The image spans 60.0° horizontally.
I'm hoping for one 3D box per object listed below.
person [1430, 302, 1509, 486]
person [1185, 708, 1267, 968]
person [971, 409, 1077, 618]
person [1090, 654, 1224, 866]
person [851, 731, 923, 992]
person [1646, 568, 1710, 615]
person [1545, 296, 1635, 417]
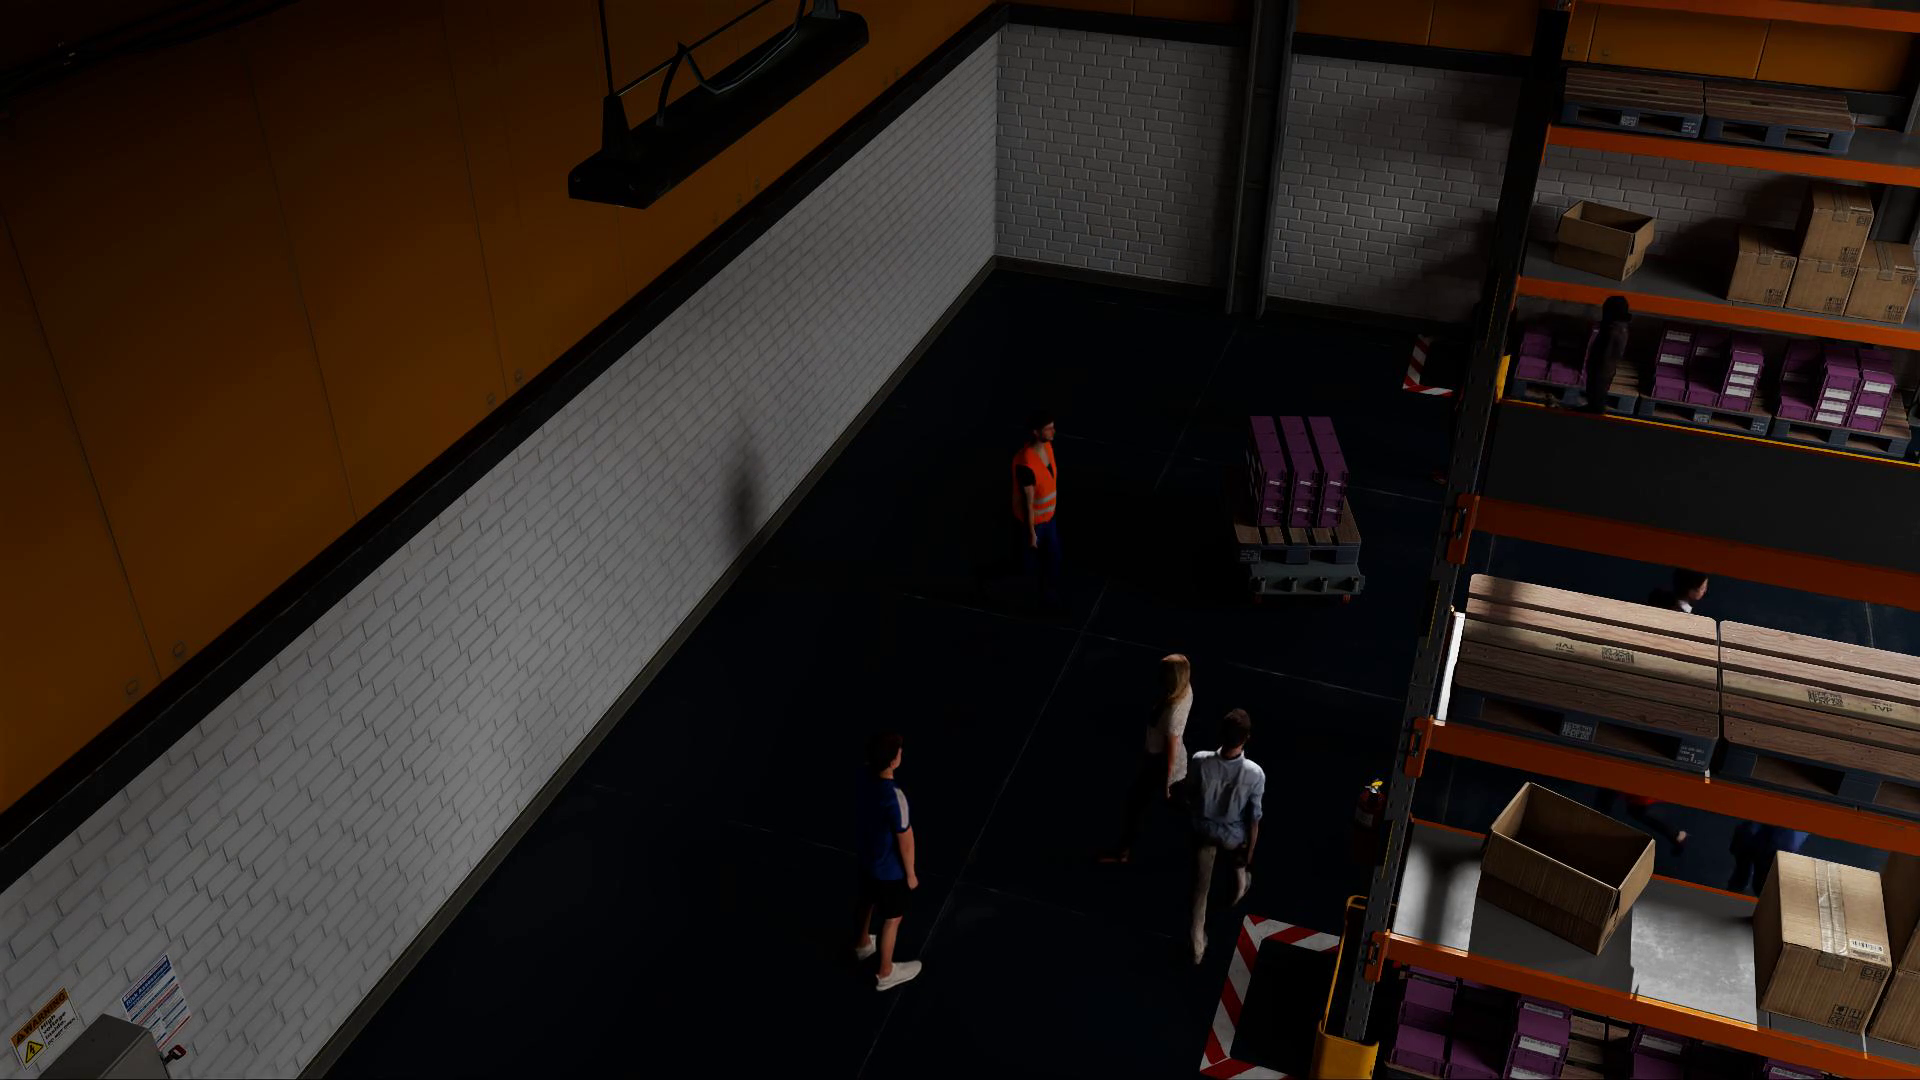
[{"bbox_3d":[4.608,-1.320,14.924,0.766,1.817,0.787,-23,40,-31],"label":"person"},{"bbox_3d":[1.561,1.846,10.164,0.981,1.813,0.707,12,35,17],"label":"person"},{"bbox_3d":[0.502,-0.198,13.196,1.143,1.862,0.759,16,37,22],"label":"person"},{"bbox_3d":[1.428,1.471,10.758,1.182,1.781,0.726,8,34,12],"label":"person"},{"bbox_3d":[-0.478,1.912,10.024,0.788,1.859,0.695,-22,39,-29],"label":"person"},{"bbox_3d":[4.693,0.950,11.518,1.304,1.807,0.998,-2,34,-2],"label":"person"},{"bbox_3d":[5.778,-1.518,15.369,0.909,1.655,0.688,16,37,22],"label":"person"}]
